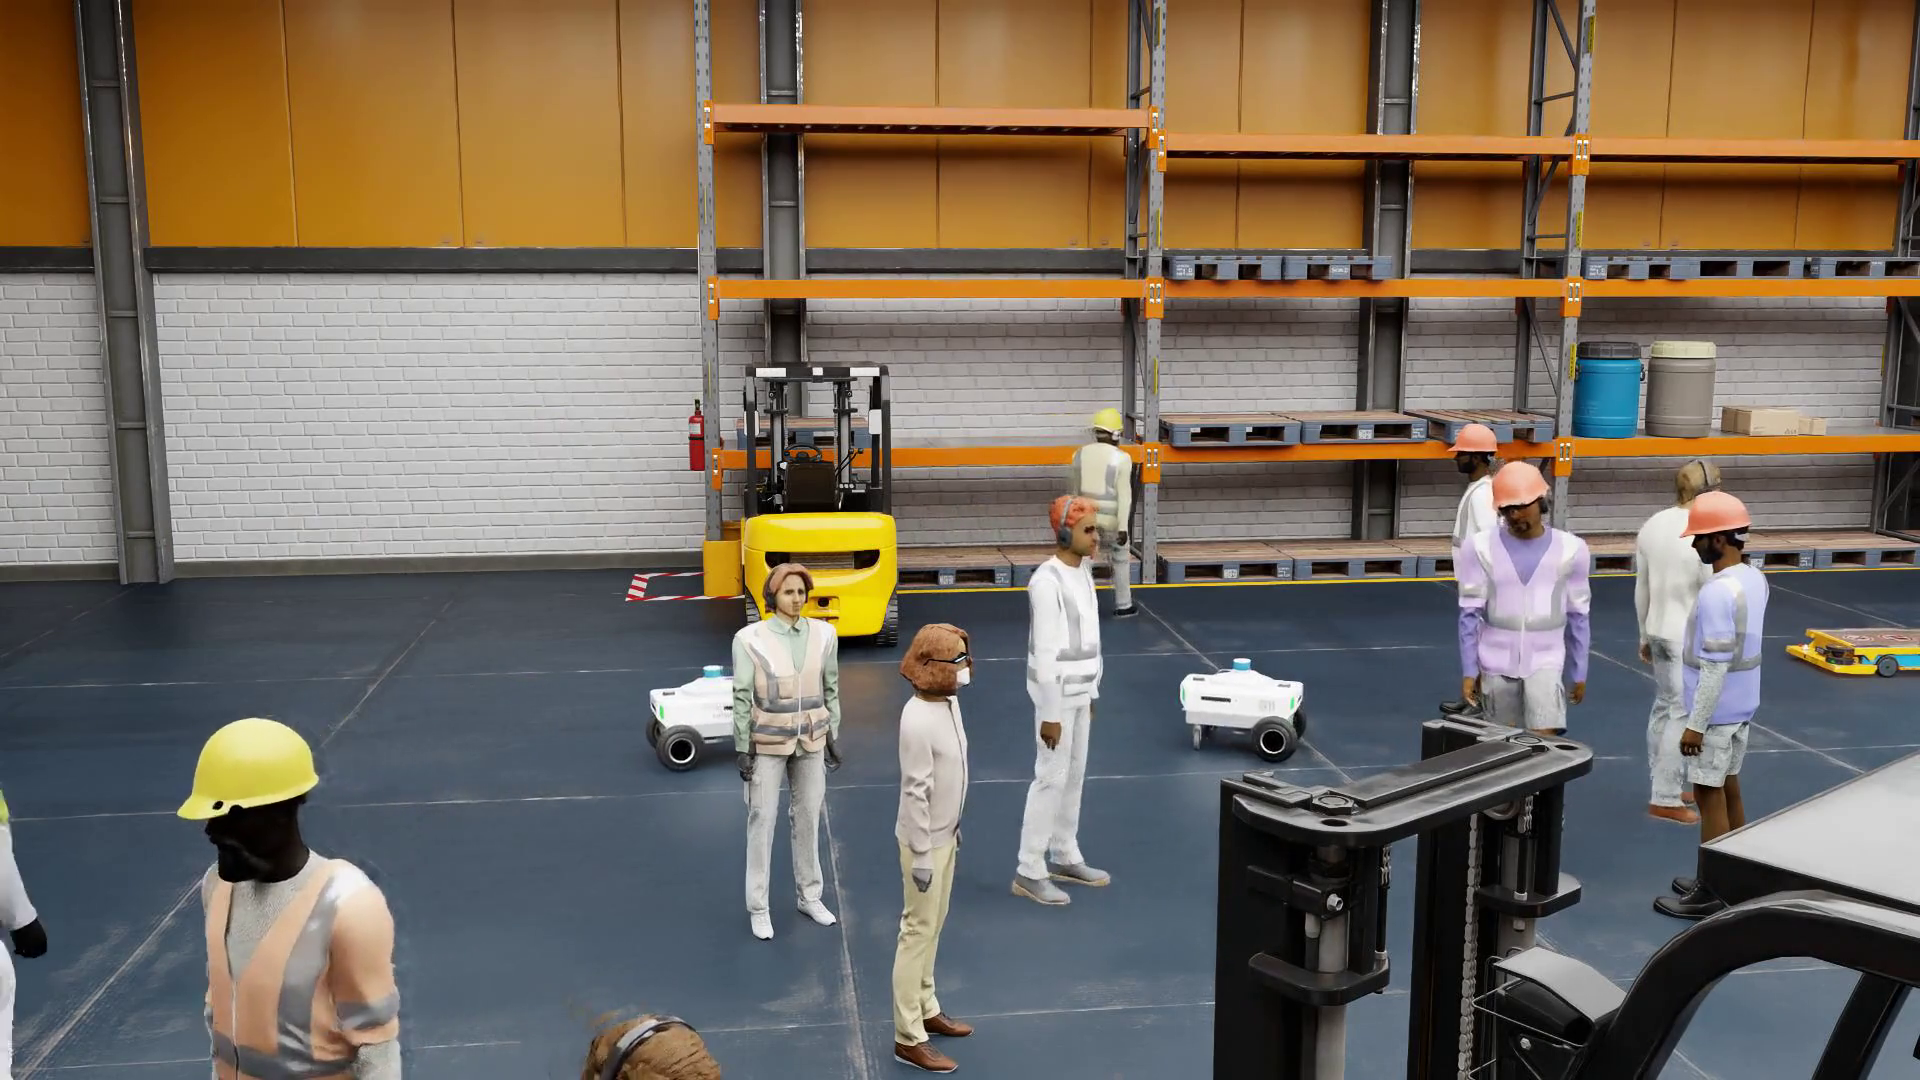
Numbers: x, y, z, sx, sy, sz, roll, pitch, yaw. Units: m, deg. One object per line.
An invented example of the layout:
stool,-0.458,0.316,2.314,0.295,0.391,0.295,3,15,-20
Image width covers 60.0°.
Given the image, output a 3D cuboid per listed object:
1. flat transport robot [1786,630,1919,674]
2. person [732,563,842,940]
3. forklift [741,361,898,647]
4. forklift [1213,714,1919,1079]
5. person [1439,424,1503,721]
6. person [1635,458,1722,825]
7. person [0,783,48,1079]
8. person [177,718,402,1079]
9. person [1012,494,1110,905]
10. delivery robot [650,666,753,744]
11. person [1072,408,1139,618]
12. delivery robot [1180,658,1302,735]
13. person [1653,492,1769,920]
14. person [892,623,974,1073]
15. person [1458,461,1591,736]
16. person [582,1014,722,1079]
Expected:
flat transport robot,6.932,0.807,12.193,1.431,0.197,0.652,0,9,-2
person,-0.758,0.908,7.293,0.512,1.644,0.307,-5,11,-31
forklift,-1.154,-0.340,13.365,1.214,2.155,2.313,-1,9,-7
forklift,1.441,1.425,2.350,1.214,2.155,2.313,-7,12,-39
person,3.276,0.225,10.634,0.374,1.939,0.545,3,10,17
person,3.827,0.528,8.777,0.399,1.939,0.637,-2,9,-13
person,-3.106,1.142,5.264,0.647,1.820,0.693,8,12,42
person,-1.492,1.327,3.817,0.587,1.916,0.489,6,11,35
person,0.485,0.726,7.691,0.337,1.881,0.584,4,10,22
delivery robot,-1.464,0.991,9.869,0.707,0.478,0.477,-3,10,-19
person,1.145,-0.193,13.702,0.602,1.794,0.916,8,12,39
delivery robot,1.696,0.961,10.055,0.707,0.478,0.477,3,10,18
person,3.357,0.744,7.430,0.368,1.929,0.542,8,12,40
person,-0.094,1.103,6.104,0.269,1.632,0.504,2,9,13
person,2.701,0.619,7.996,0.622,1.986,0.940,3,10,17
person,-0.424,1.596,2.463,0.519,1.814,0.795,-8,12,-40
